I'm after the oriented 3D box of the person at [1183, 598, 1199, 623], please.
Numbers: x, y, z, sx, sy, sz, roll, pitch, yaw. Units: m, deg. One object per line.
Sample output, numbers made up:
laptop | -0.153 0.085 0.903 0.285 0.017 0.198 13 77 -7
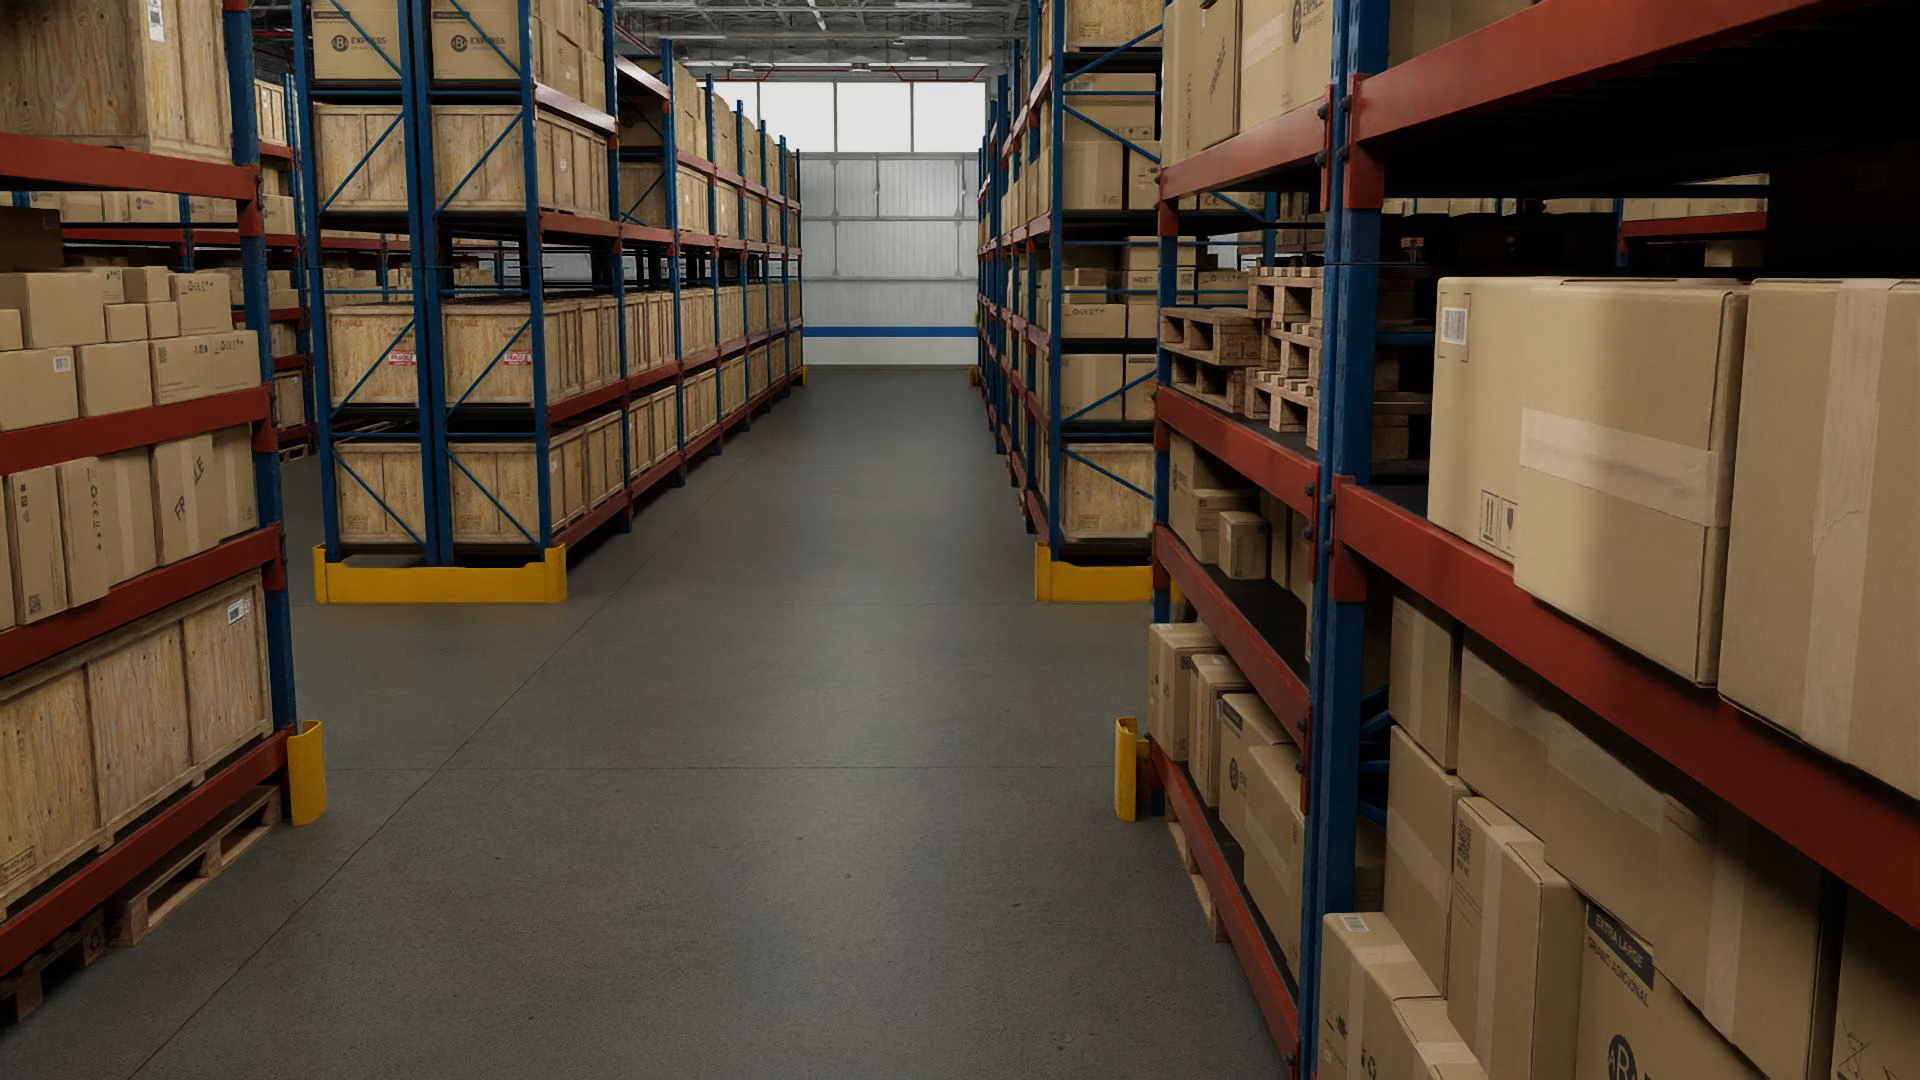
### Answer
person | 2.115 -0.055 12.860 0.933 2.004 0.652 2 9 11
